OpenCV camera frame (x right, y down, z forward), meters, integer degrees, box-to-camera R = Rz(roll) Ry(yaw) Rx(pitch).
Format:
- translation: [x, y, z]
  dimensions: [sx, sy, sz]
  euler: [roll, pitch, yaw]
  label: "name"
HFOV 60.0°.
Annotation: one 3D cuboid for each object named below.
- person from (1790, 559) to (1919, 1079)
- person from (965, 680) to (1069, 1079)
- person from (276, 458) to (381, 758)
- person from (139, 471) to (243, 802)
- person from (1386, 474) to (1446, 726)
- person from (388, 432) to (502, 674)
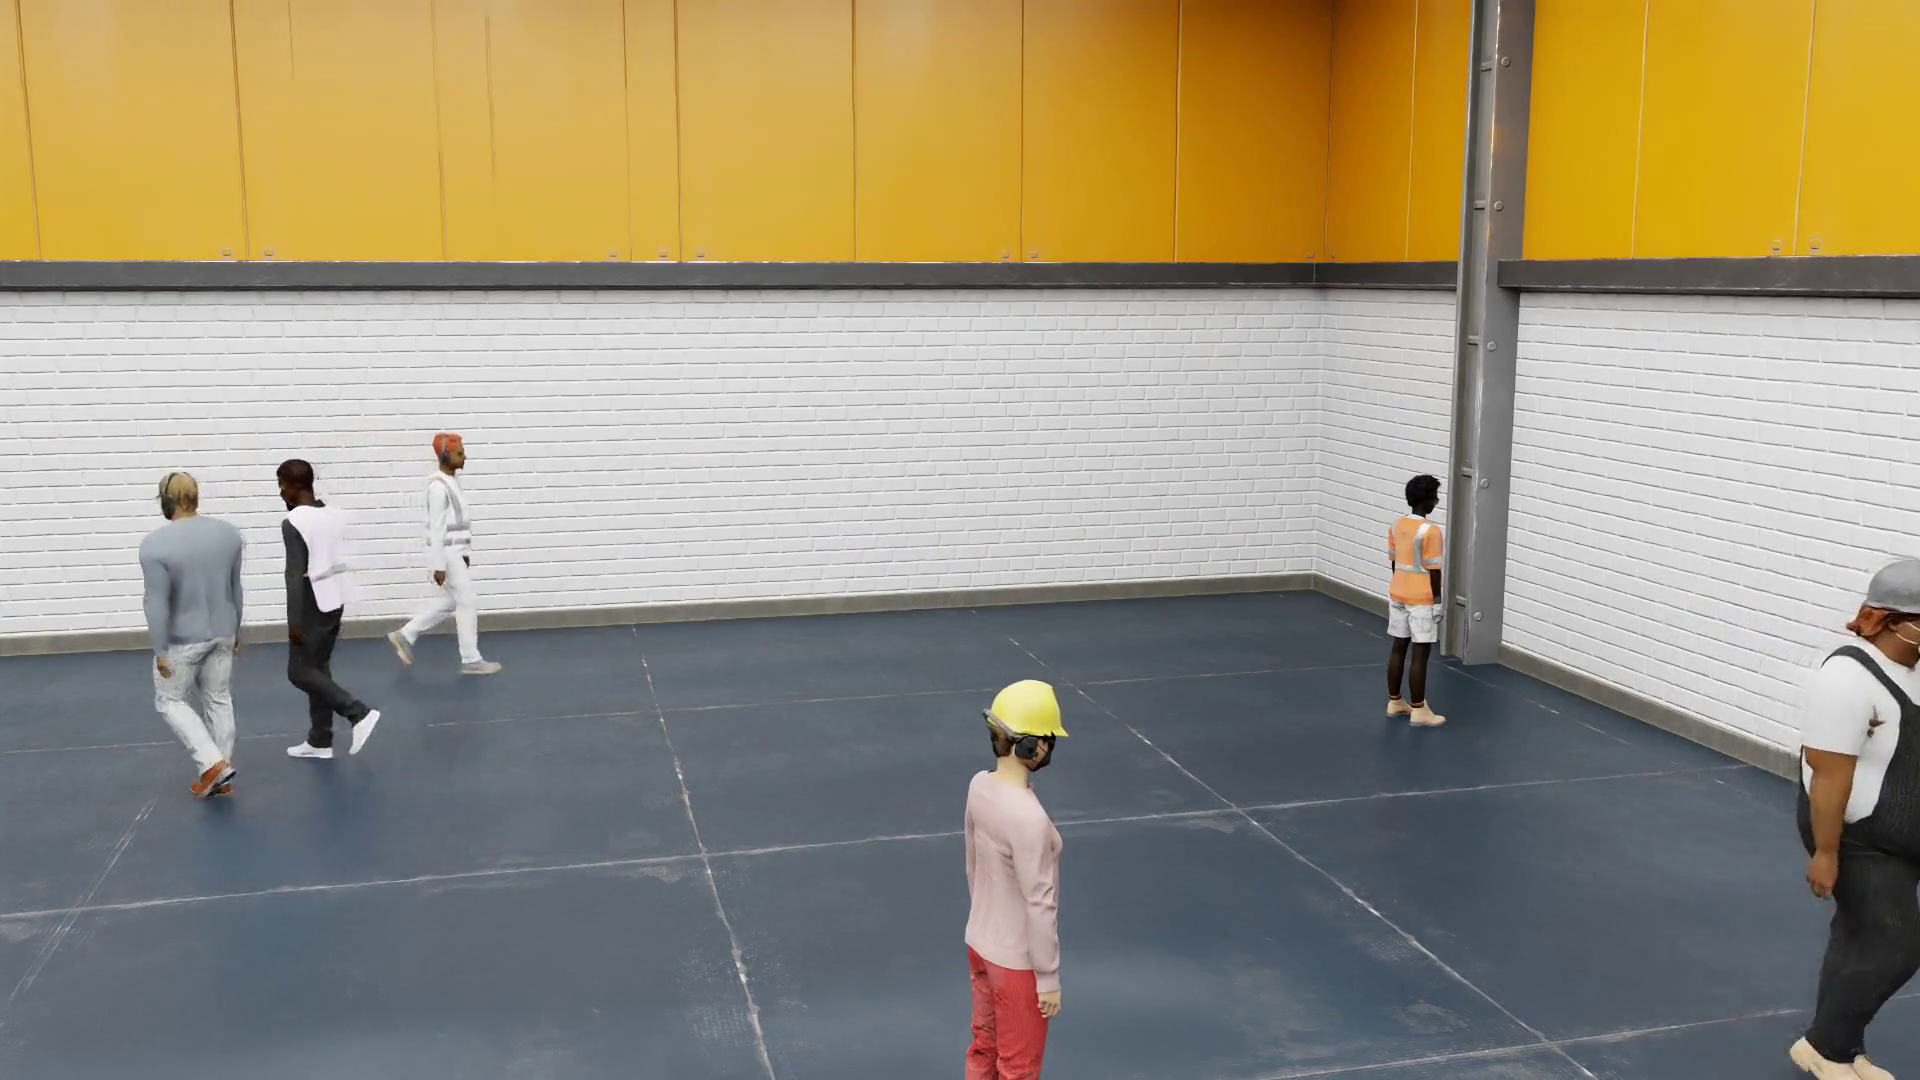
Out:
- translation: [3.349, 1.054, 6.040]
  dimensions: [0.712, 2.000, 0.536]
  euler: [-8, 12, -42]
  label: "person"
- translation: [0.188, 1.312, 5.303]
  dimensions: [0.323, 1.764, 0.524]
  euler: [-4, 10, -22]
  label: "person"
- translation: [-3.945, 0.439, 10.341]
  dimensions: [0.587, 1.889, 0.645]
  euler: [1, 9, 7]
  label: "person"
- translation: [-4.323, 0.564, 9.471]
  dimensions: [0.482, 1.926, 0.640]
  euler: [5, 11, 31]
  label: "person"
- translation: [3.077, 0.399, 11.200]
  dimensions: [0.318, 1.697, 0.533]
  euler: [-3, 10, -19]
  label: "person"
- translation: [-3.911, 0.110, 12.526]
  dimensions: [0.751, 1.855, 0.578]
  euler: [-2, 9, -10]
  label: "person"
